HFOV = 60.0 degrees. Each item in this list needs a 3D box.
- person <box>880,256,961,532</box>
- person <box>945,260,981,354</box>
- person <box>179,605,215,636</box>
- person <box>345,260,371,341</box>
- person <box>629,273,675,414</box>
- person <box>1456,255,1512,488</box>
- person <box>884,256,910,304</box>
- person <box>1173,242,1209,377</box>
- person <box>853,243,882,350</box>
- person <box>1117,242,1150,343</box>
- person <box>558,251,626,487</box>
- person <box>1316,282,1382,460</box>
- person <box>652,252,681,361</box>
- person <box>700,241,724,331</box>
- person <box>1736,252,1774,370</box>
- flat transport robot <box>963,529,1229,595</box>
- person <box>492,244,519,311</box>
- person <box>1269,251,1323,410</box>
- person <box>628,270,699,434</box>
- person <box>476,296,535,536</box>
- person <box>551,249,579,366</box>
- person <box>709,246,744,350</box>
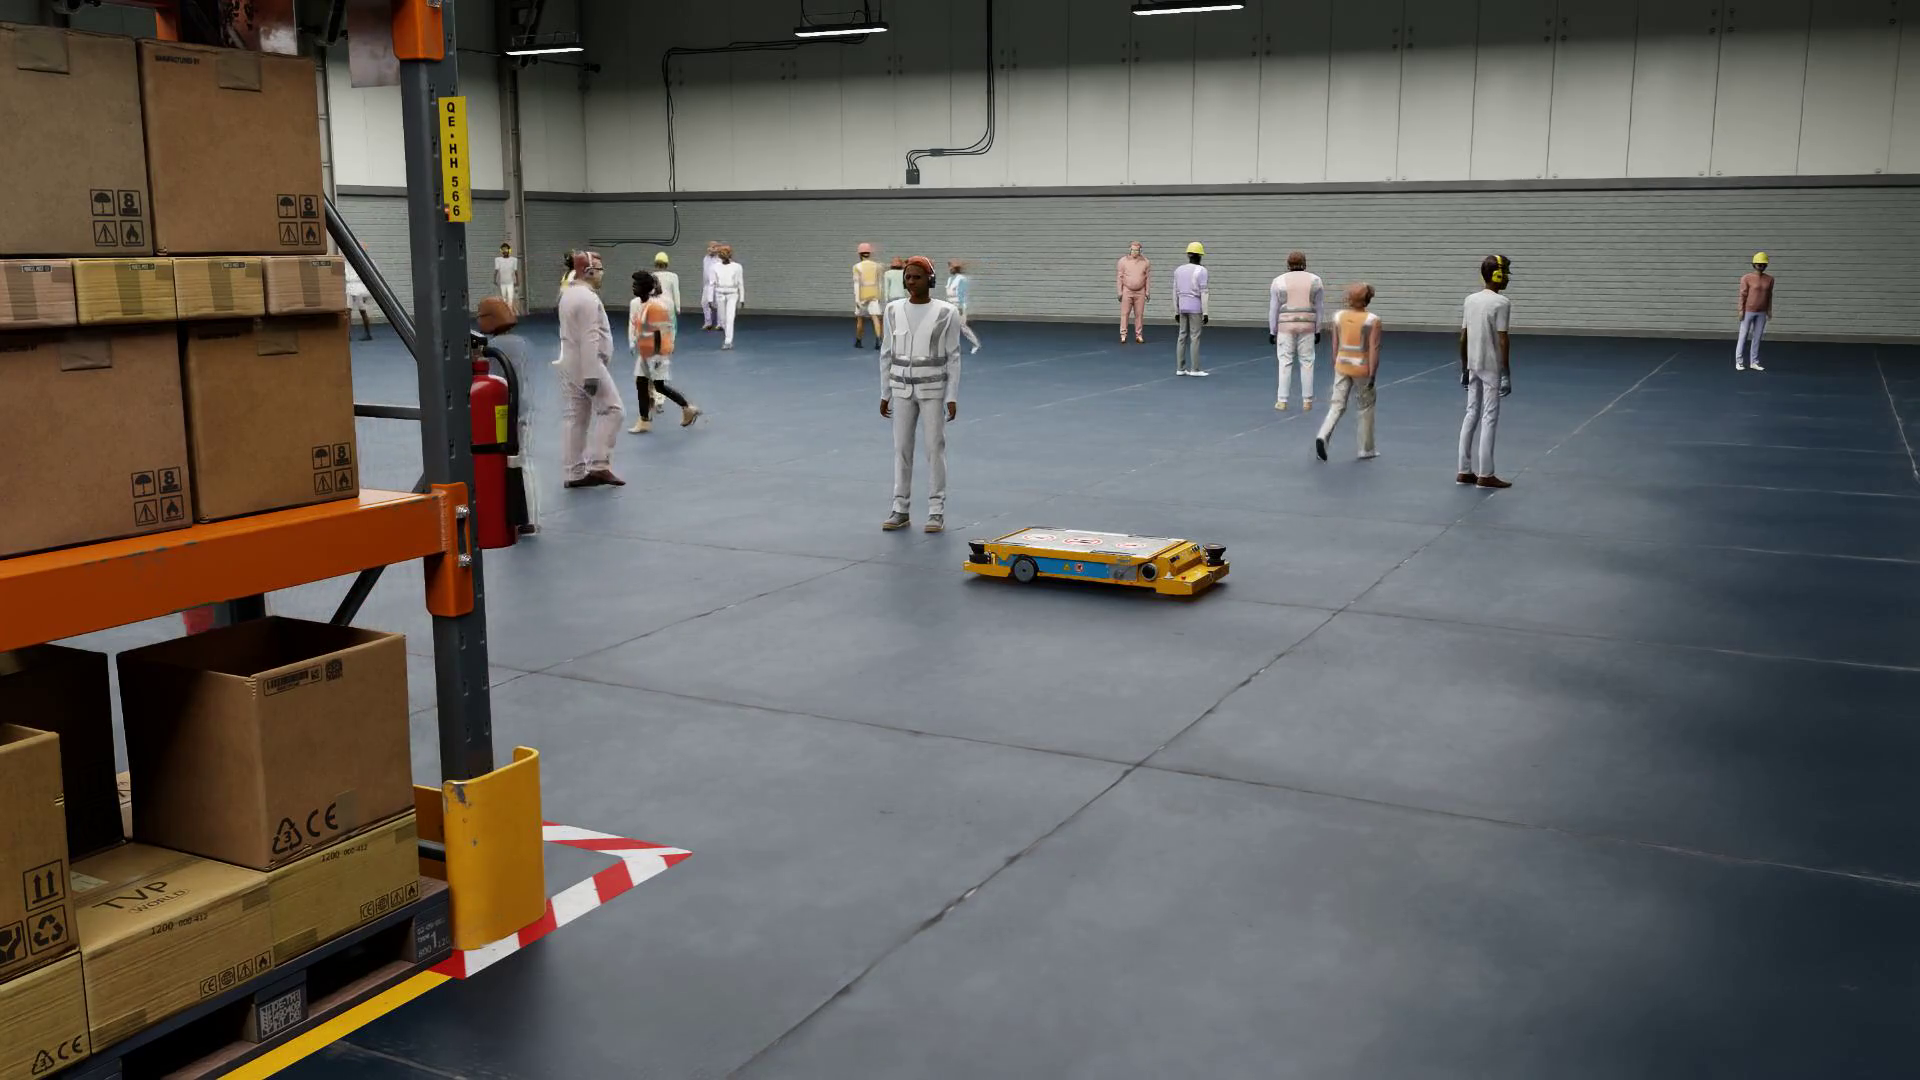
[{"bbox_3d":[-0.282,-0.992,11.384,0.573,1.883,0.354,3,11,18],"label":"person"},{"bbox_3d":[-0.010,-3.931,28.158,0.763,1.610,0.522,-6,12,-31],"label":"person"},{"bbox_3d":[-2.821,0.006,6.336,0.779,1.742,0.527,4,11,22],"label":"person"},{"bbox_3d":[-11.534,-4.711,31.656,0.560,1.884,1.020,2,11,9],"label":"person"},{"bbox_3d":[-3.558,-2.283,19.216,0.516,1.591,0.854,-2,11,-10],"label":"person"},{"bbox_3d":[4.237,-1.350,13.389,0.315,1.865,0.526,-5,11,-24],"label":"person"},{"bbox_3d":[-1.239,-4.791,32.825,0.510,1.611,0.654,-1,10,-4],"label":"person"},{"bbox_3d":[3.338,-3.309,23.904,0.384,1.922,0.594,-10,14,-42],"label":"person"},{"bbox_3d":[-1.629,-4.334,29.606,0.558,1.896,0.991,-4,11,-20],"label":"person"},{"bbox_3d":[3.268,-4.643,31.251,0.639,1.902,0.407,-1,10,-6],"label":"person"},{"bbox_3d":[-2.925,-1.357,13.345,0.575,1.885,0.687,-6,12,-28],"label":"person"},{"bbox_3d":[3.514,-1.510,14.943,0.514,1.611,0.752,9,14,41],"label":"person"},{"bbox_3d":[-4.696,-3.666,26.293,0.541,1.754,0.460,1,10,7],"label":"person"},{"bbox_3d":[-5.255,-5.356,35.149,0.673,1.887,0.657,6,12,31],"label":"person"},{"bbox_3d":[11.954,-3.426,24.977,0.526,1.768,0.330,-1,10,-6],"label":"person"},{"bbox_3d":[0.801,0.105,9.798,1.431,0.197,0.652,5,12,27],"label":"flat transport robot"},{"bbox_3d":[-10.193,-5.711,37.284,0.538,1.827,0.964,-1,10,-5],"label":"person"},{"bbox_3d":[3.901,-2.428,19.345,0.619,1.839,0.430,1,10,3],"label":"person"},{"bbox_3d":[-3.068,-1.921,17.005,0.673,1.675,0.542,-7,13,-35],"label":"person"},{"bbox_3d":[-3.064,-0.814,11.124,0.440,1.612,0.526,2,11,9],"label":"person"},{"bbox_3d":[-5.950,-3.631,25.980,0.875,1.811,0.630,-7,13,-35],"label":"person"},{"bbox_3d":[-4.161,-4.321,29.672,0.595,1.842,0.990,1,10,5],"label":"person"}]
